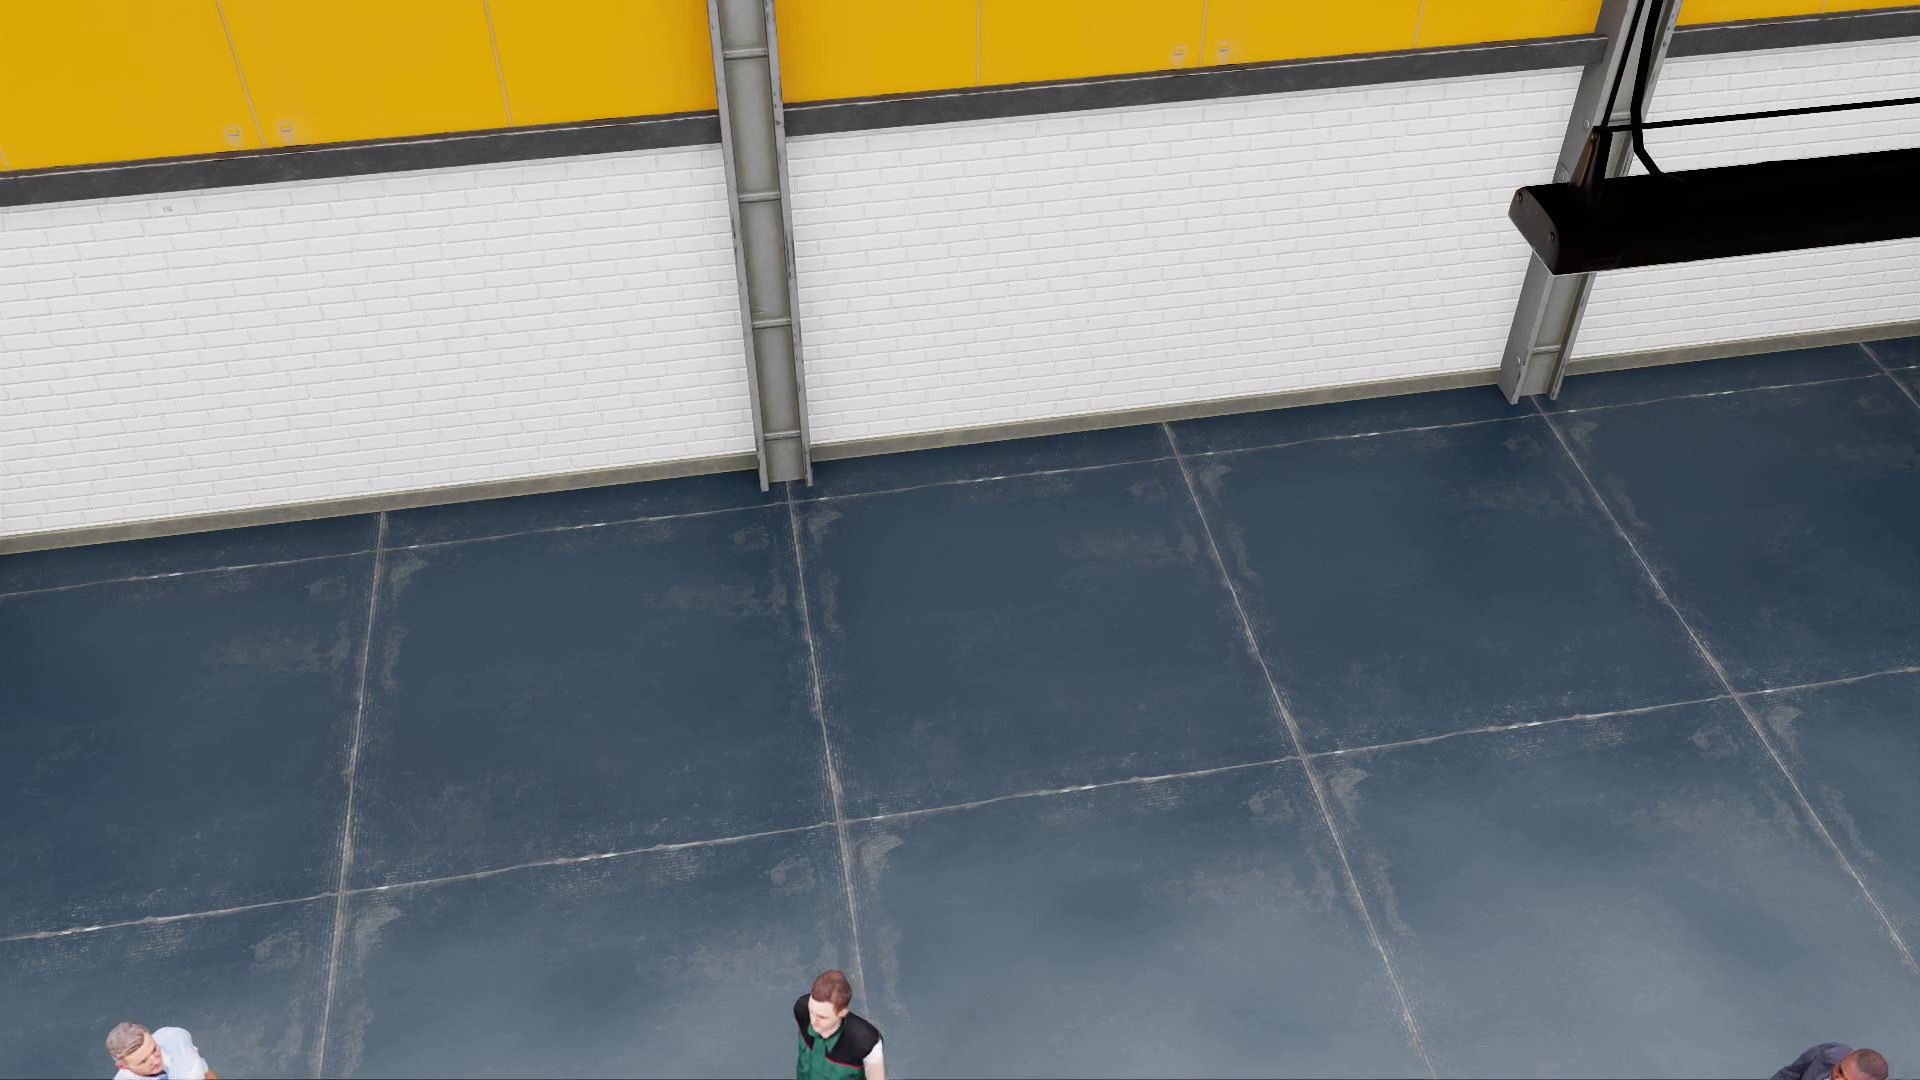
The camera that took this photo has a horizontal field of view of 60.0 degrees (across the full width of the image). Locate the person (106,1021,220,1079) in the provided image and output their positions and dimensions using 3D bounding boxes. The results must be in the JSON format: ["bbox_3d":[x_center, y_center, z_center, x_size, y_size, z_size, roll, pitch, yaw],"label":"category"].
[{"bbox_3d":[-3.671,2.811,7.884,0.744,1.827,0.767,12,45,12],"label":"person"}]

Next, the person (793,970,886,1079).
[{"bbox_3d":[-0.534,2.628,8.084,1.105,1.817,1.142,24,48,23],"label":"person"}]
